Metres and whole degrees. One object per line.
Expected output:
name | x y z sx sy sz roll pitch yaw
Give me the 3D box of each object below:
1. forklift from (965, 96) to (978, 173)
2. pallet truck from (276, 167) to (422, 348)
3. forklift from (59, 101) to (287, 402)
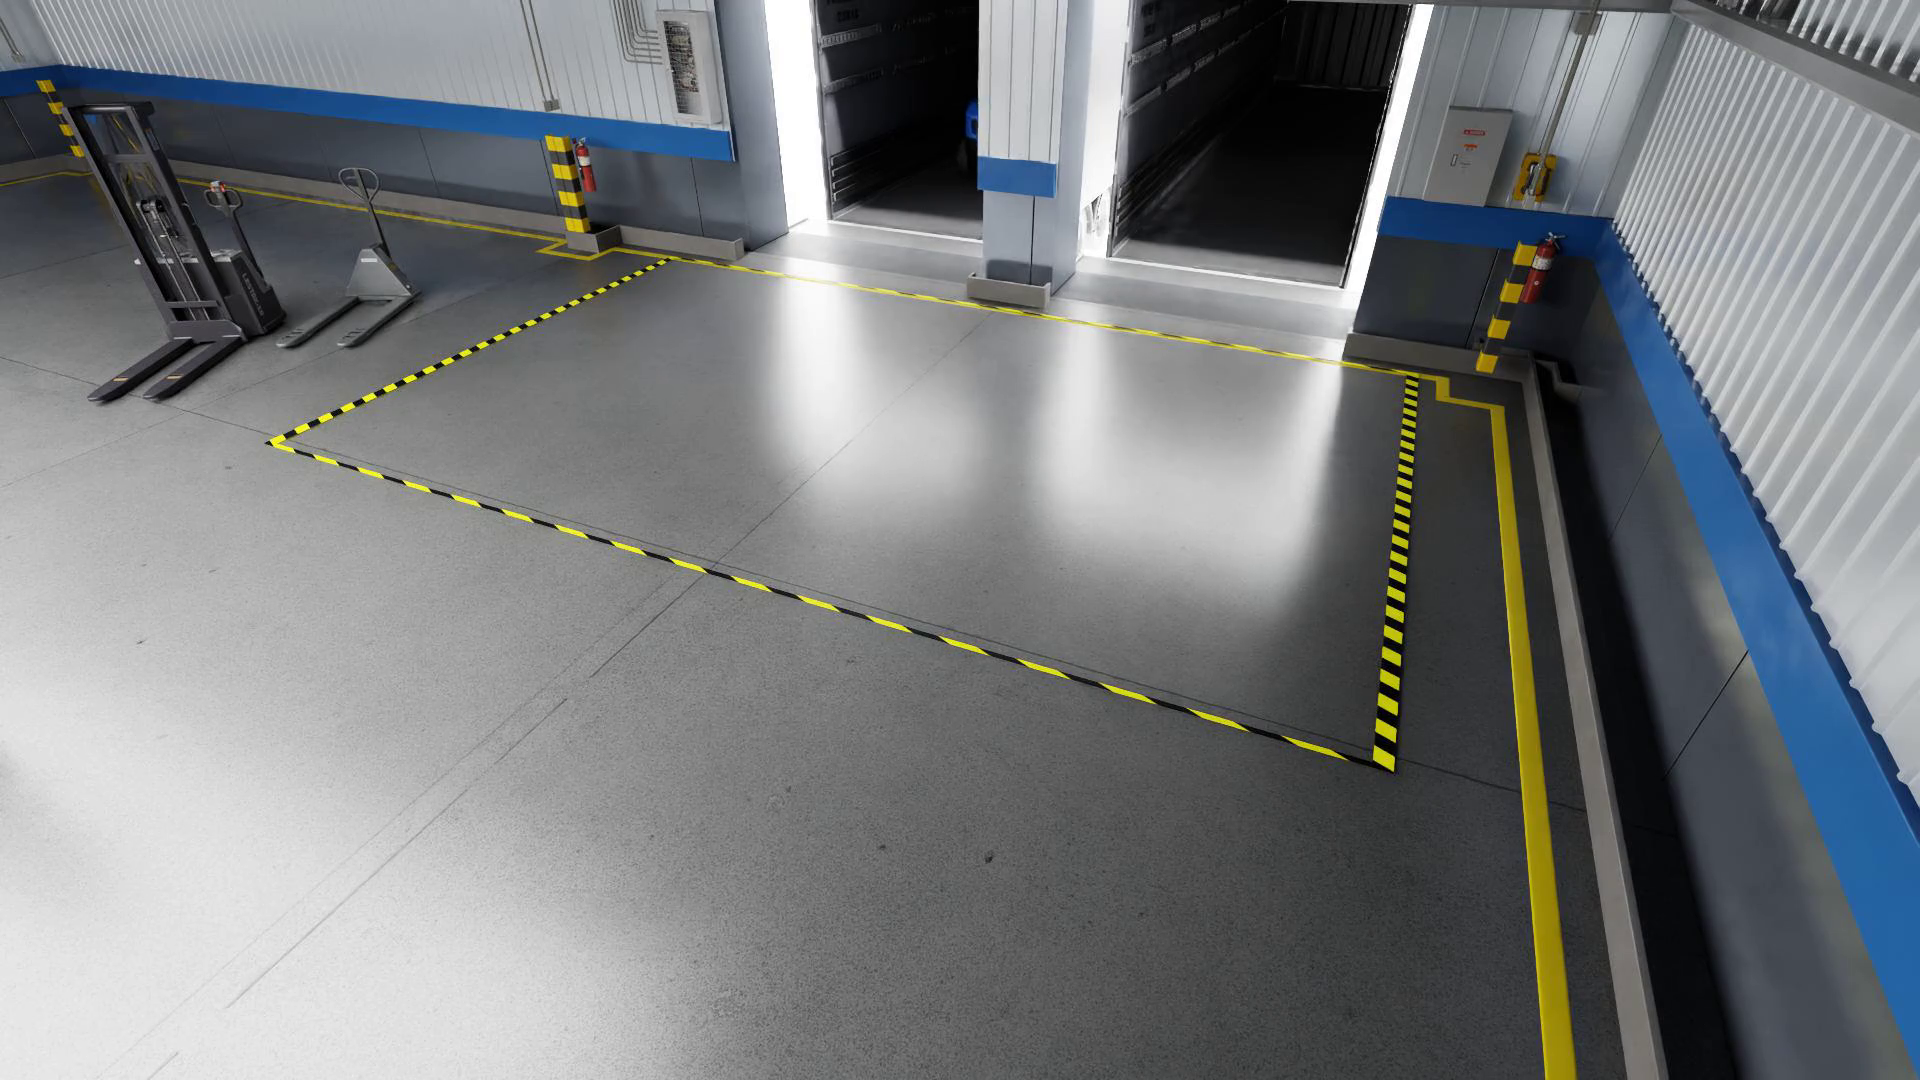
forklift | 1.043 -6.511 13.020 1.157 2.036 2.680 16 38 21
pallet truck | -5.732 -2.611 8.414 0.680 1.201 1.601 -1 35 -1
forklift | -6.686 -2.387 7.434 0.823 1.965 1.885 -3 35 -5
